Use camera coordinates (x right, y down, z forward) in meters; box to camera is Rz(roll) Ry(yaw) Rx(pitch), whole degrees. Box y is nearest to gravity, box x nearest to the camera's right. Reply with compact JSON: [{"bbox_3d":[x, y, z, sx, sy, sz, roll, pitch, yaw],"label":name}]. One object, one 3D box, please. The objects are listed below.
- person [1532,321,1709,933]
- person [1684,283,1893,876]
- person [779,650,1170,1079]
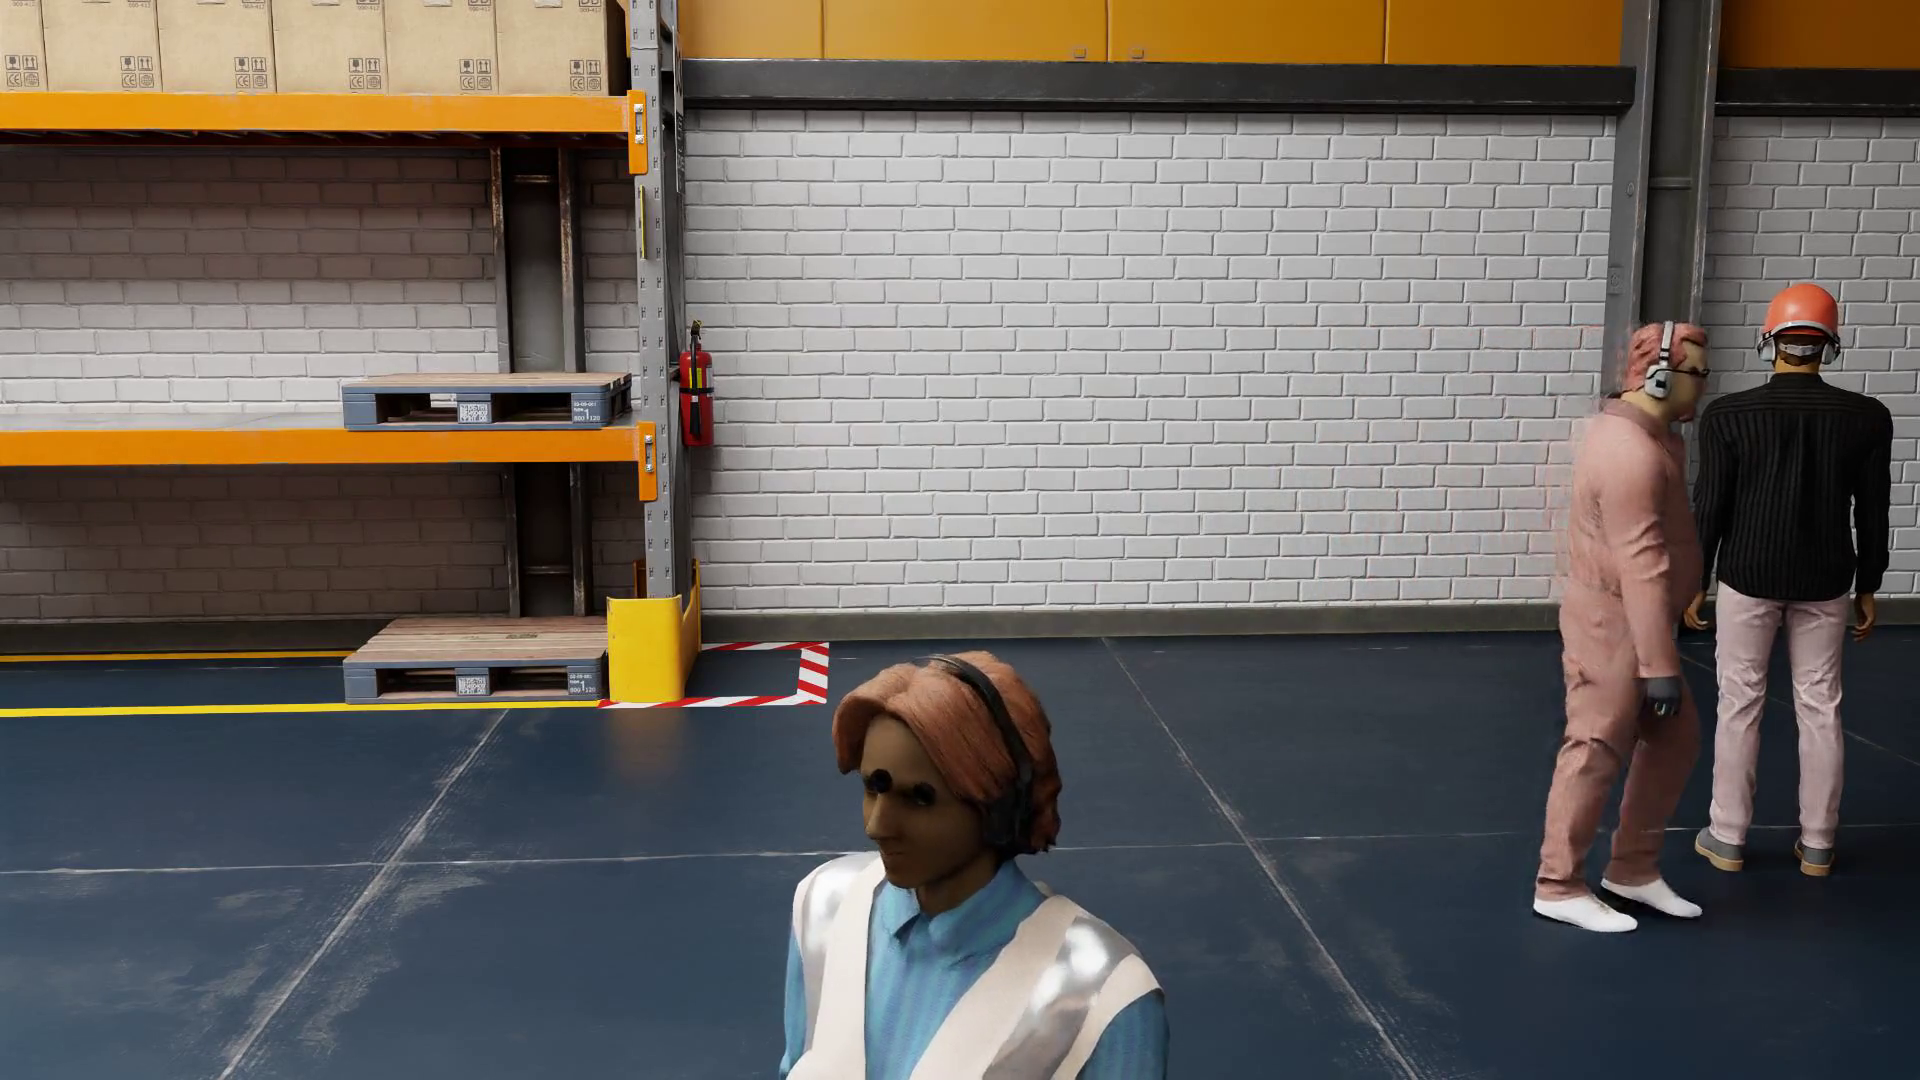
[{"bbox_3d":[2.083,0.290,5.017,0.649,1.881,0.684,4,10,22],"label":"person"},{"bbox_3d":[2.782,0.138,5.633,0.623,1.992,0.397,2,9,13],"label":"person"},{"bbox_3d":[0.000,0.921,1.840,0.522,1.636,0.308,8,12,40],"label":"person"}]
